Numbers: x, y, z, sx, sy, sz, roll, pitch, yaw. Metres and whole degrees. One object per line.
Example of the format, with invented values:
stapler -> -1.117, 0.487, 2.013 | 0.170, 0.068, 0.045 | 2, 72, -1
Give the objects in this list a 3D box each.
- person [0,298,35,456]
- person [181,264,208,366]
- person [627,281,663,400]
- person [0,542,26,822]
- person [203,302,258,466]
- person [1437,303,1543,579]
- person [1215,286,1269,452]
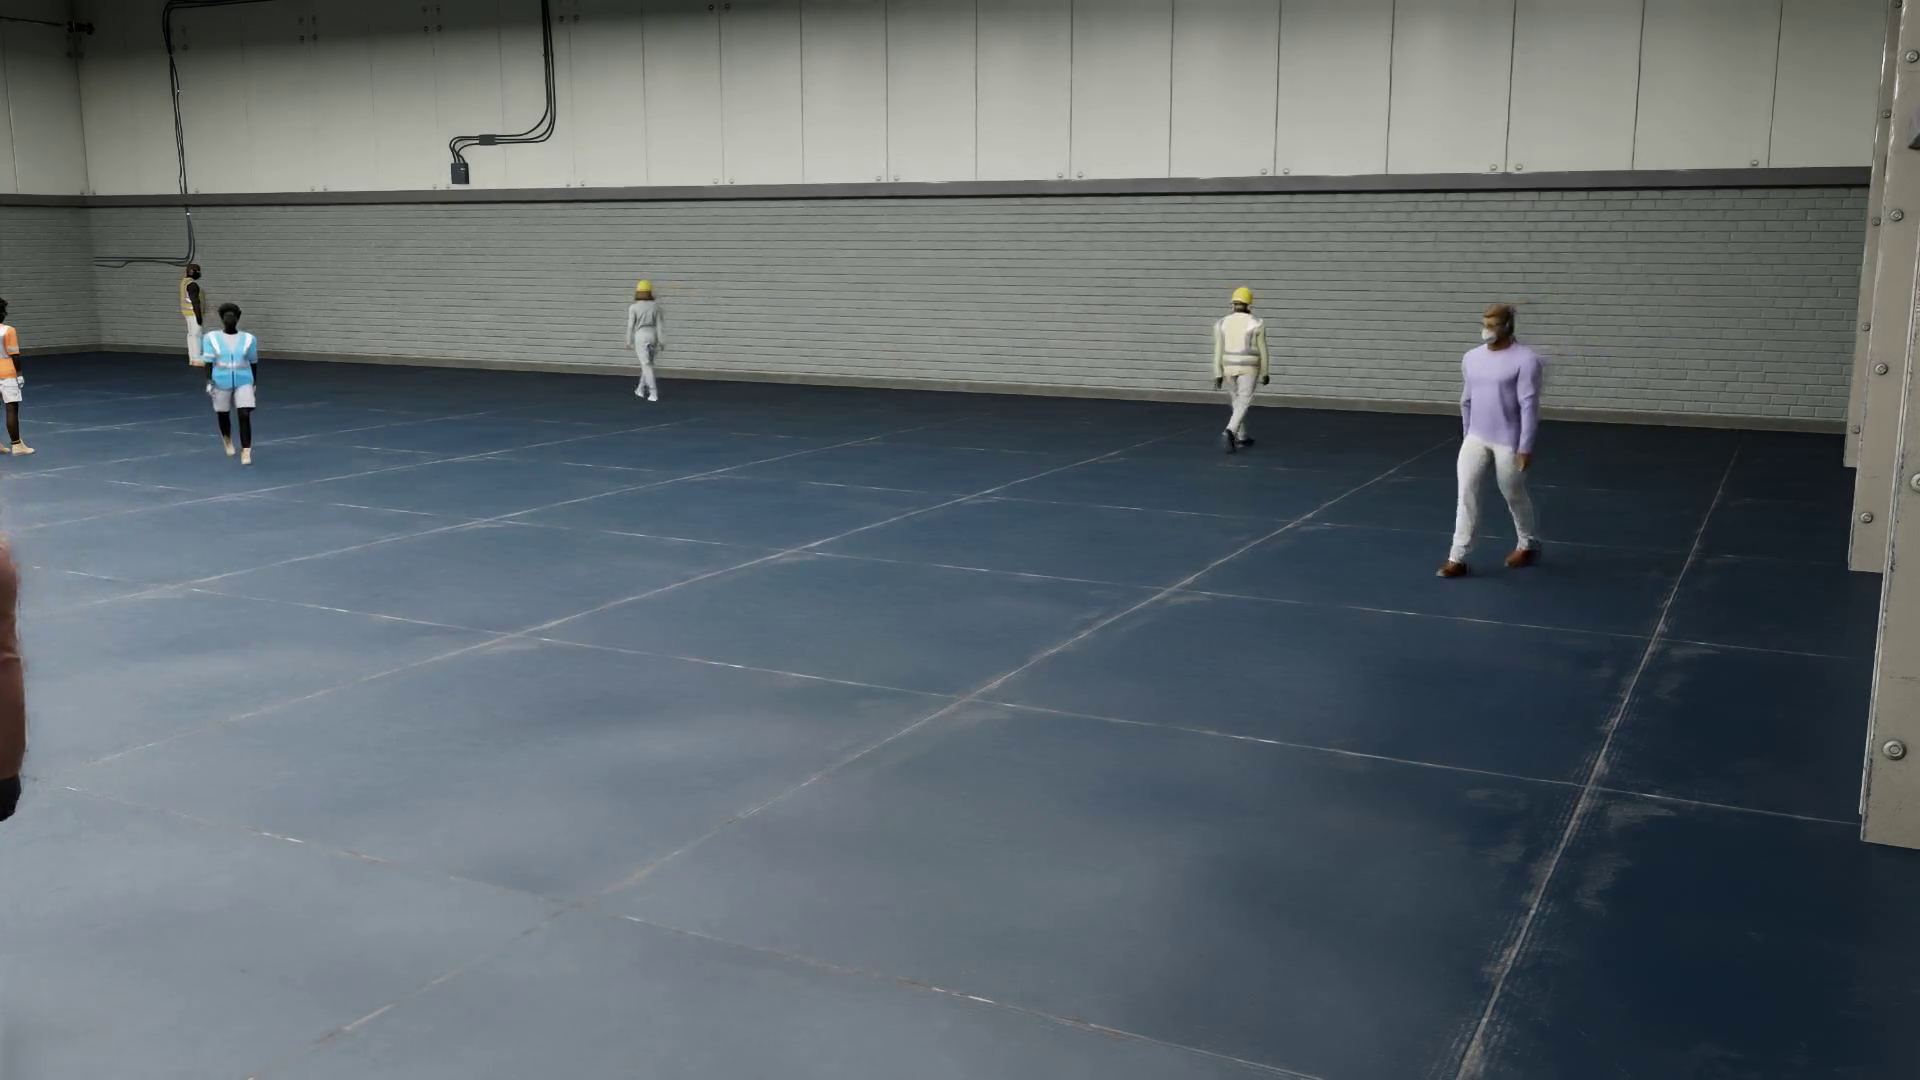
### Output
person -> -10.245, -1.743, 17.784 | 0.531, 1.697, 0.320 | 3, 11, 14
person -> -13.829, -4.067, 30.088 | 0.429, 1.836, 0.644 | -7, 13, -34
person -> -4.542, -2.868, 23.919 | 0.501, 1.689, 0.892 | -8, 13, -36
person -> -2.894, 0.584, 4.548 | 0.663, 1.894, 0.514 | -1, 10, -5
person -> -7.533, -1.628, 17.214 | 0.535, 1.674, 0.707 | -5, 11, -25
person -> 3.748, -0.699, 11.571 | 0.998, 1.896, 0.641 | -8, 13, -38
person -> 3.049, -1.866, 18.180 | 0.583, 1.806, 0.857 | 8, 13, 38
